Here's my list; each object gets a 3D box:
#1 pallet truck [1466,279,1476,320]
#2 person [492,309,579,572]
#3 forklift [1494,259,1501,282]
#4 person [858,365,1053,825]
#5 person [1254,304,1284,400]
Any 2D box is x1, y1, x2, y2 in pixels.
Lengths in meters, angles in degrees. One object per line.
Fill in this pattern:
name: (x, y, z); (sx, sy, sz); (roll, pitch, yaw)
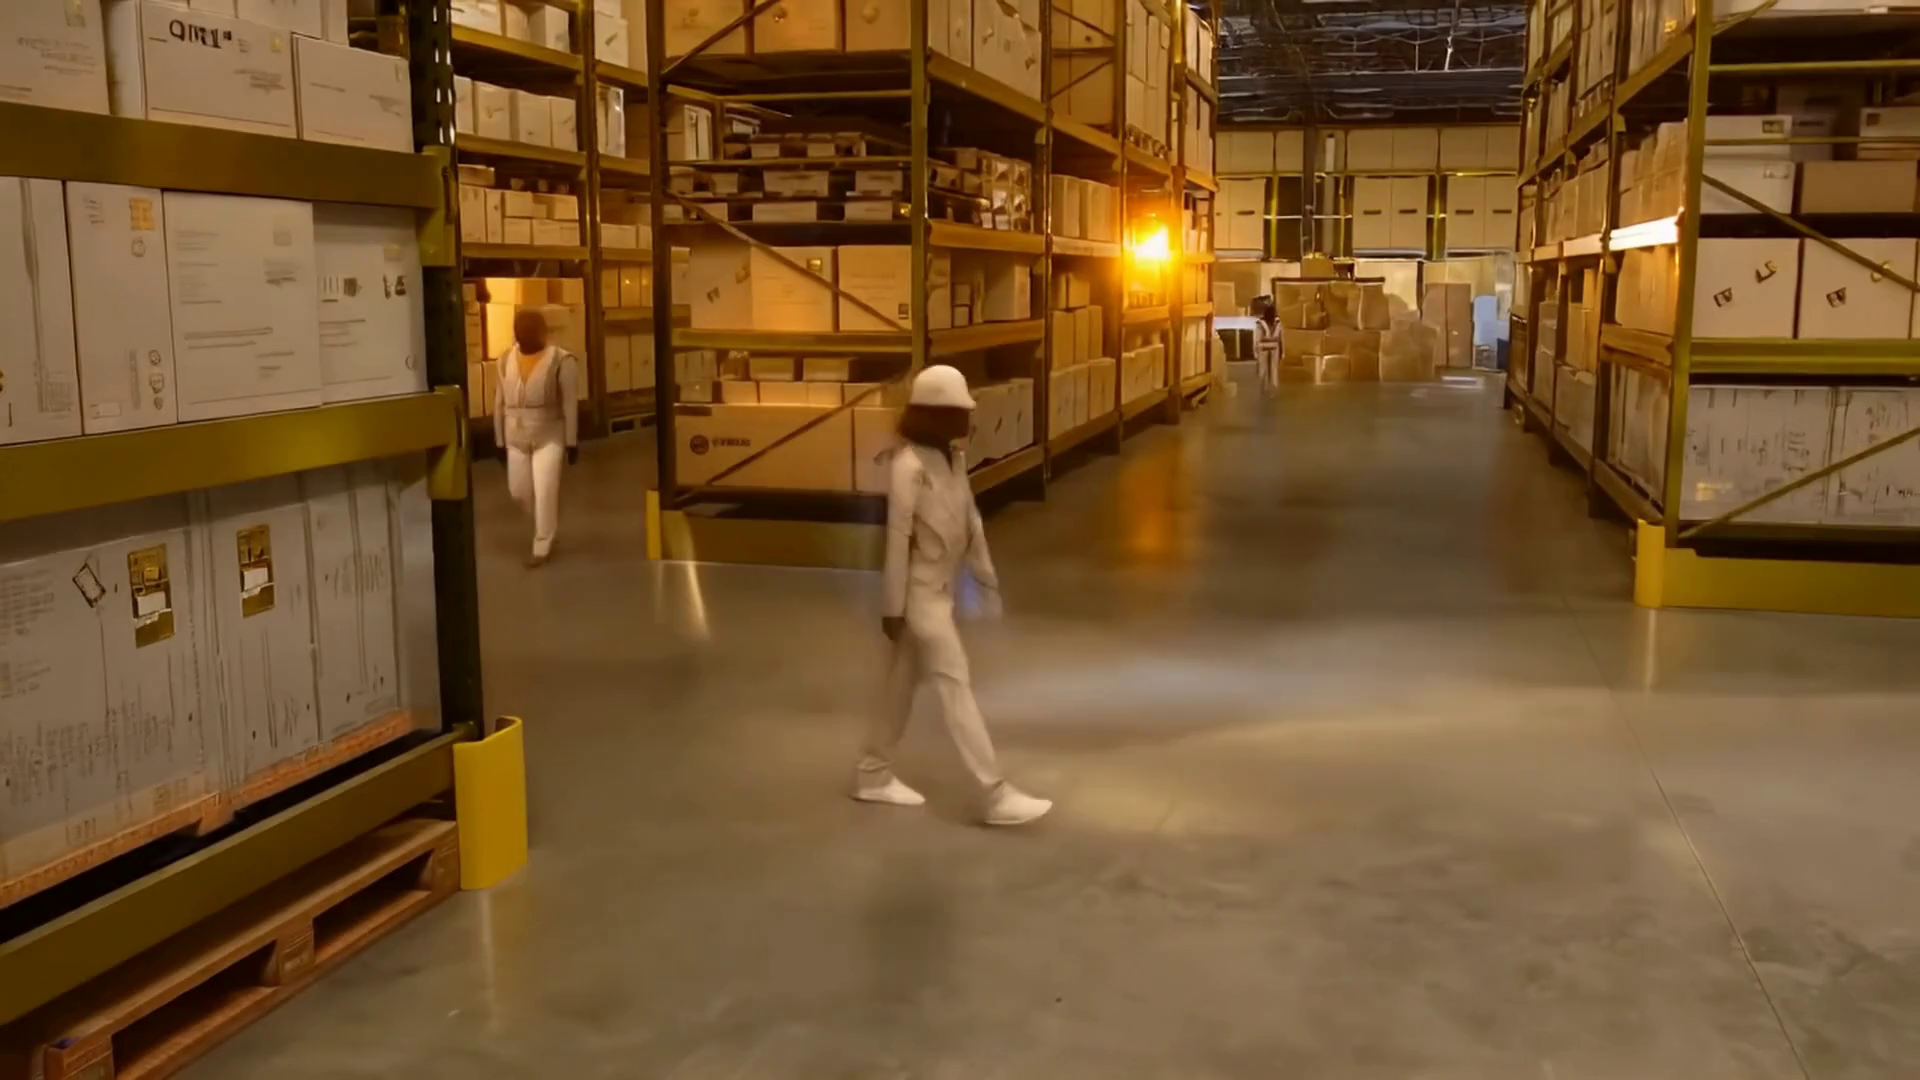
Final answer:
pallet truck: (18.896, -8.459, 60.307); (1.885, 1.965, 0.823); (5, 10, 31)
person: (-2.961, -0.716, 11.699); (0.646, 1.816, 0.723); (2, 9, 12)
forklift: (16.034, -7.060, 48.626); (1.129, 2.768, 1.873); (1, 9, 9)
person: (-0.029, 0.208, 6.181); (0.874, 1.701, 0.500); (3, 9, 19)
person: (5.195, -3.178, 28.016); (0.504, 1.603, 0.836); (1, 9, 7)
